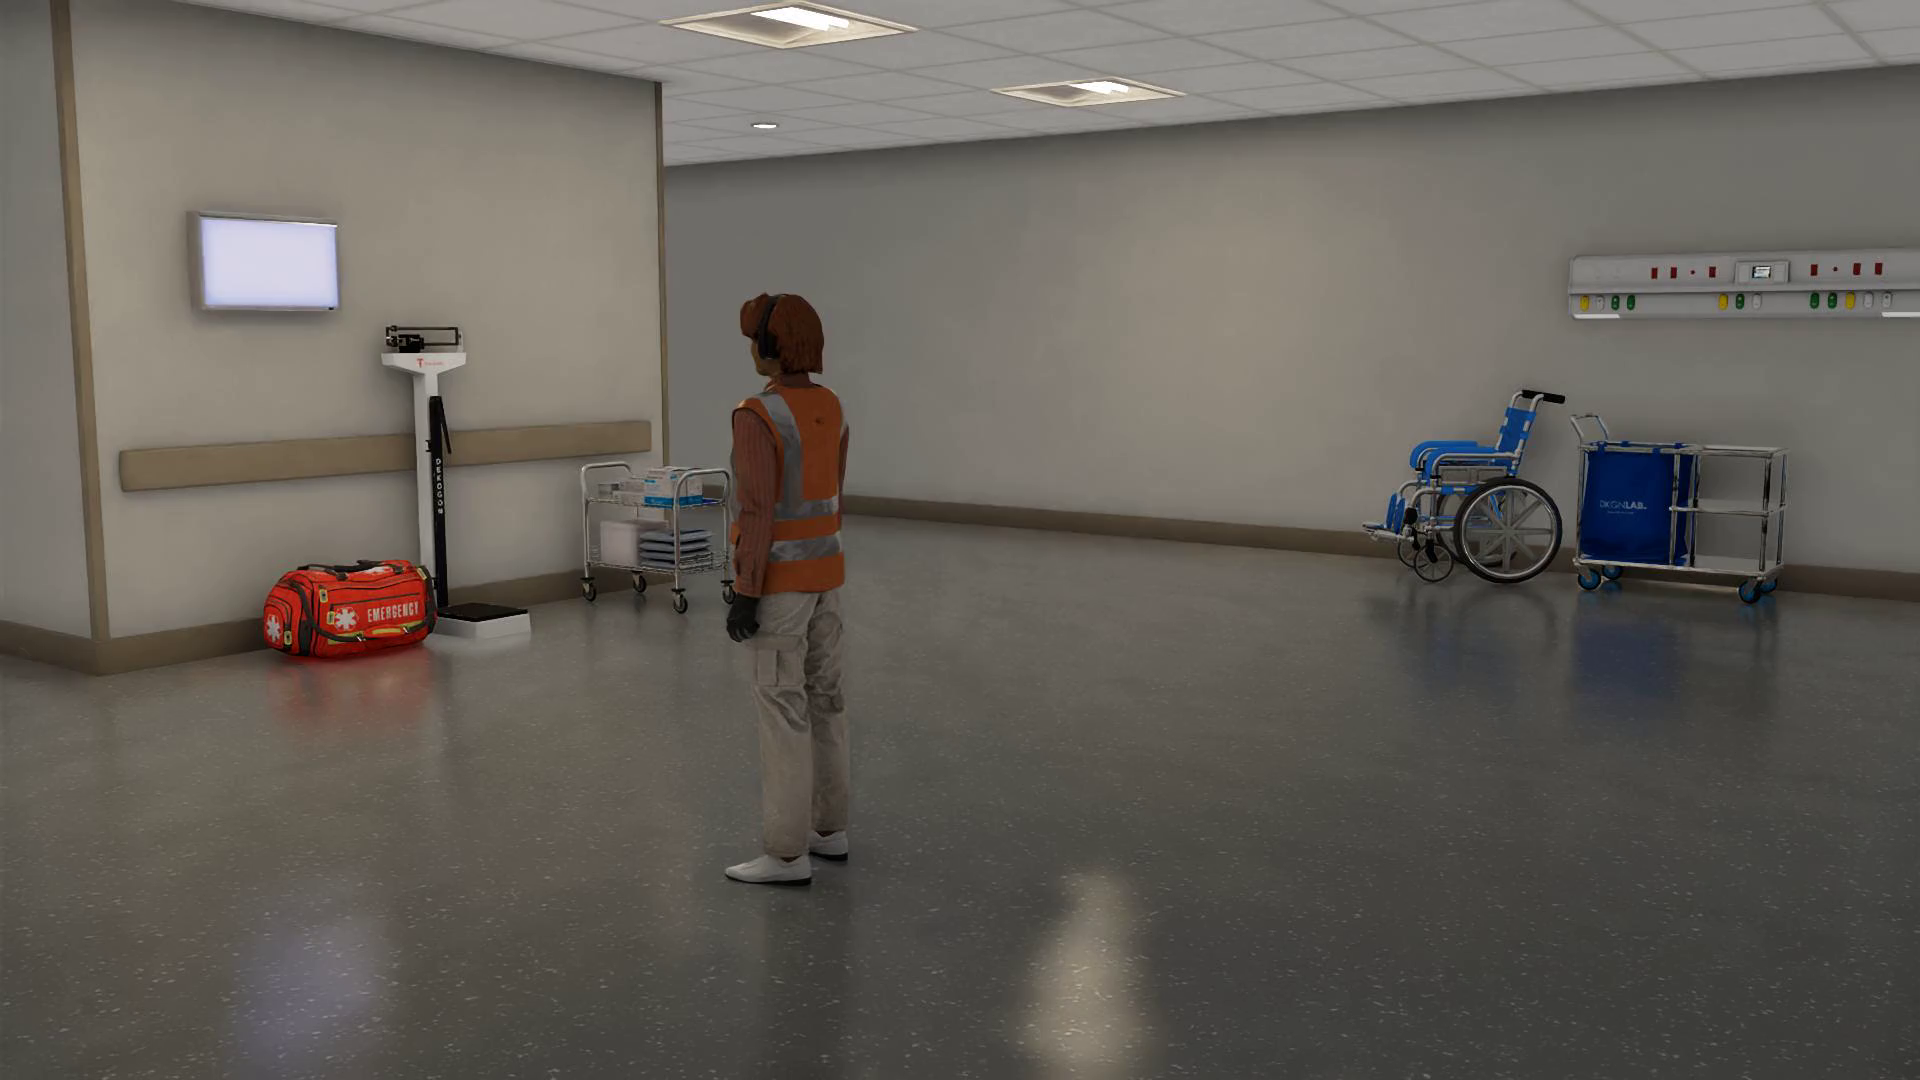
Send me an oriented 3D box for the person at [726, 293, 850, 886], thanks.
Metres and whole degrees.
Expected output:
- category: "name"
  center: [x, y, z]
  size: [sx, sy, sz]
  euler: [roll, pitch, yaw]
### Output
- category: "person"
  center: [-0.475, 0.137, 4.649]
  size: [0.306, 1.639, 0.523]
  euler: [3, 8, 24]
